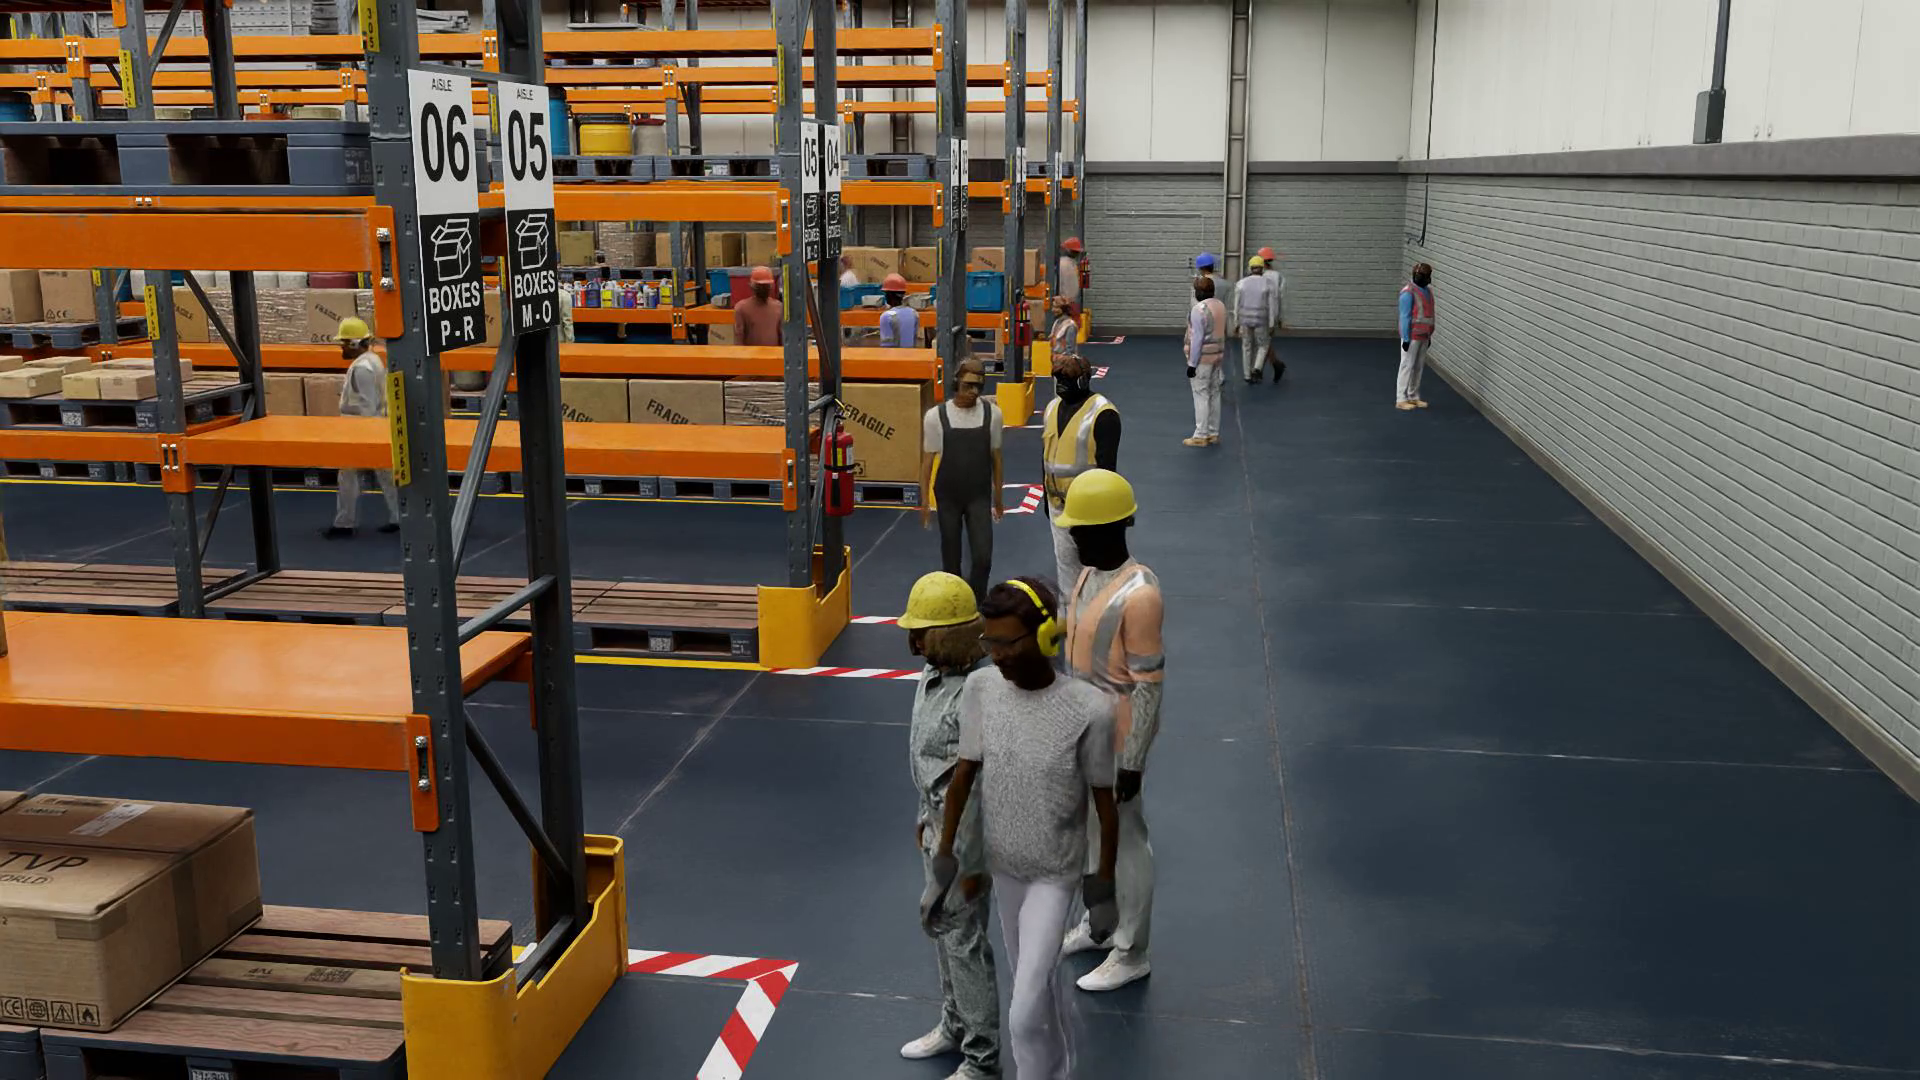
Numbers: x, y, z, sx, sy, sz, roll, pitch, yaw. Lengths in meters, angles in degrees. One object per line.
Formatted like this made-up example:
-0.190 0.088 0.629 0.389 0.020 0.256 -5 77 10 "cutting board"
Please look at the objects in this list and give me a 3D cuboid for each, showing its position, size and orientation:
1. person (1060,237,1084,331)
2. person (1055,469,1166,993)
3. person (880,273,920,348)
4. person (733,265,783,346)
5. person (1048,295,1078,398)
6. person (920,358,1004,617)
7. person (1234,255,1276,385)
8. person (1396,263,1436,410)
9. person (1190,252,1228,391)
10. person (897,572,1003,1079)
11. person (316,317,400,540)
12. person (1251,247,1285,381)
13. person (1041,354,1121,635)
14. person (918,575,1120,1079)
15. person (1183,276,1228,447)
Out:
1.668 -3.718 25.854 0.590 1.960 0.634 5 13 21 "person"
0.530 0.688 6.042 0.383 1.920 0.585 -3 13 -15 "person"
-0.652 -1.733 16.931 0.358 1.938 0.542 9 15 35 "person"
-2.095 -1.895 17.534 0.620 1.992 0.396 -10 16 -38 "person"
1.137 -1.852 18.167 0.314 1.632 0.528 -3 13 -15 "person"
0.027 -0.224 10.387 0.549 1.814 0.685 -2 13 -7 "person"
4.105 -3.043 23.144 0.602 1.805 0.439 5 13 22 "person"
5.731 -2.551 20.876 0.432 1.836 0.619 11 17 42 "person"
3.280 -2.785 21.712 0.634 1.922 0.588 -9 15 -35 "person"
-0.042 0.944 5.317 0.322 1.737 0.489 -4 13 -15 "person"
-4.903 -0.897 13.472 0.821 1.801 0.609 -2 13 -7 "person"
4.383 -3.192 23.589 0.555 1.911 0.839 -7 14 -30 "person"
0.731 -0.255 10.504 0.430 1.835 0.632 -10 16 -39 "person"
0.143 1.016 4.784 0.483 1.828 0.830 10 16 38 "person"
2.646 -1.939 18.084 0.429 1.840 0.629 9 16 37 "person"
